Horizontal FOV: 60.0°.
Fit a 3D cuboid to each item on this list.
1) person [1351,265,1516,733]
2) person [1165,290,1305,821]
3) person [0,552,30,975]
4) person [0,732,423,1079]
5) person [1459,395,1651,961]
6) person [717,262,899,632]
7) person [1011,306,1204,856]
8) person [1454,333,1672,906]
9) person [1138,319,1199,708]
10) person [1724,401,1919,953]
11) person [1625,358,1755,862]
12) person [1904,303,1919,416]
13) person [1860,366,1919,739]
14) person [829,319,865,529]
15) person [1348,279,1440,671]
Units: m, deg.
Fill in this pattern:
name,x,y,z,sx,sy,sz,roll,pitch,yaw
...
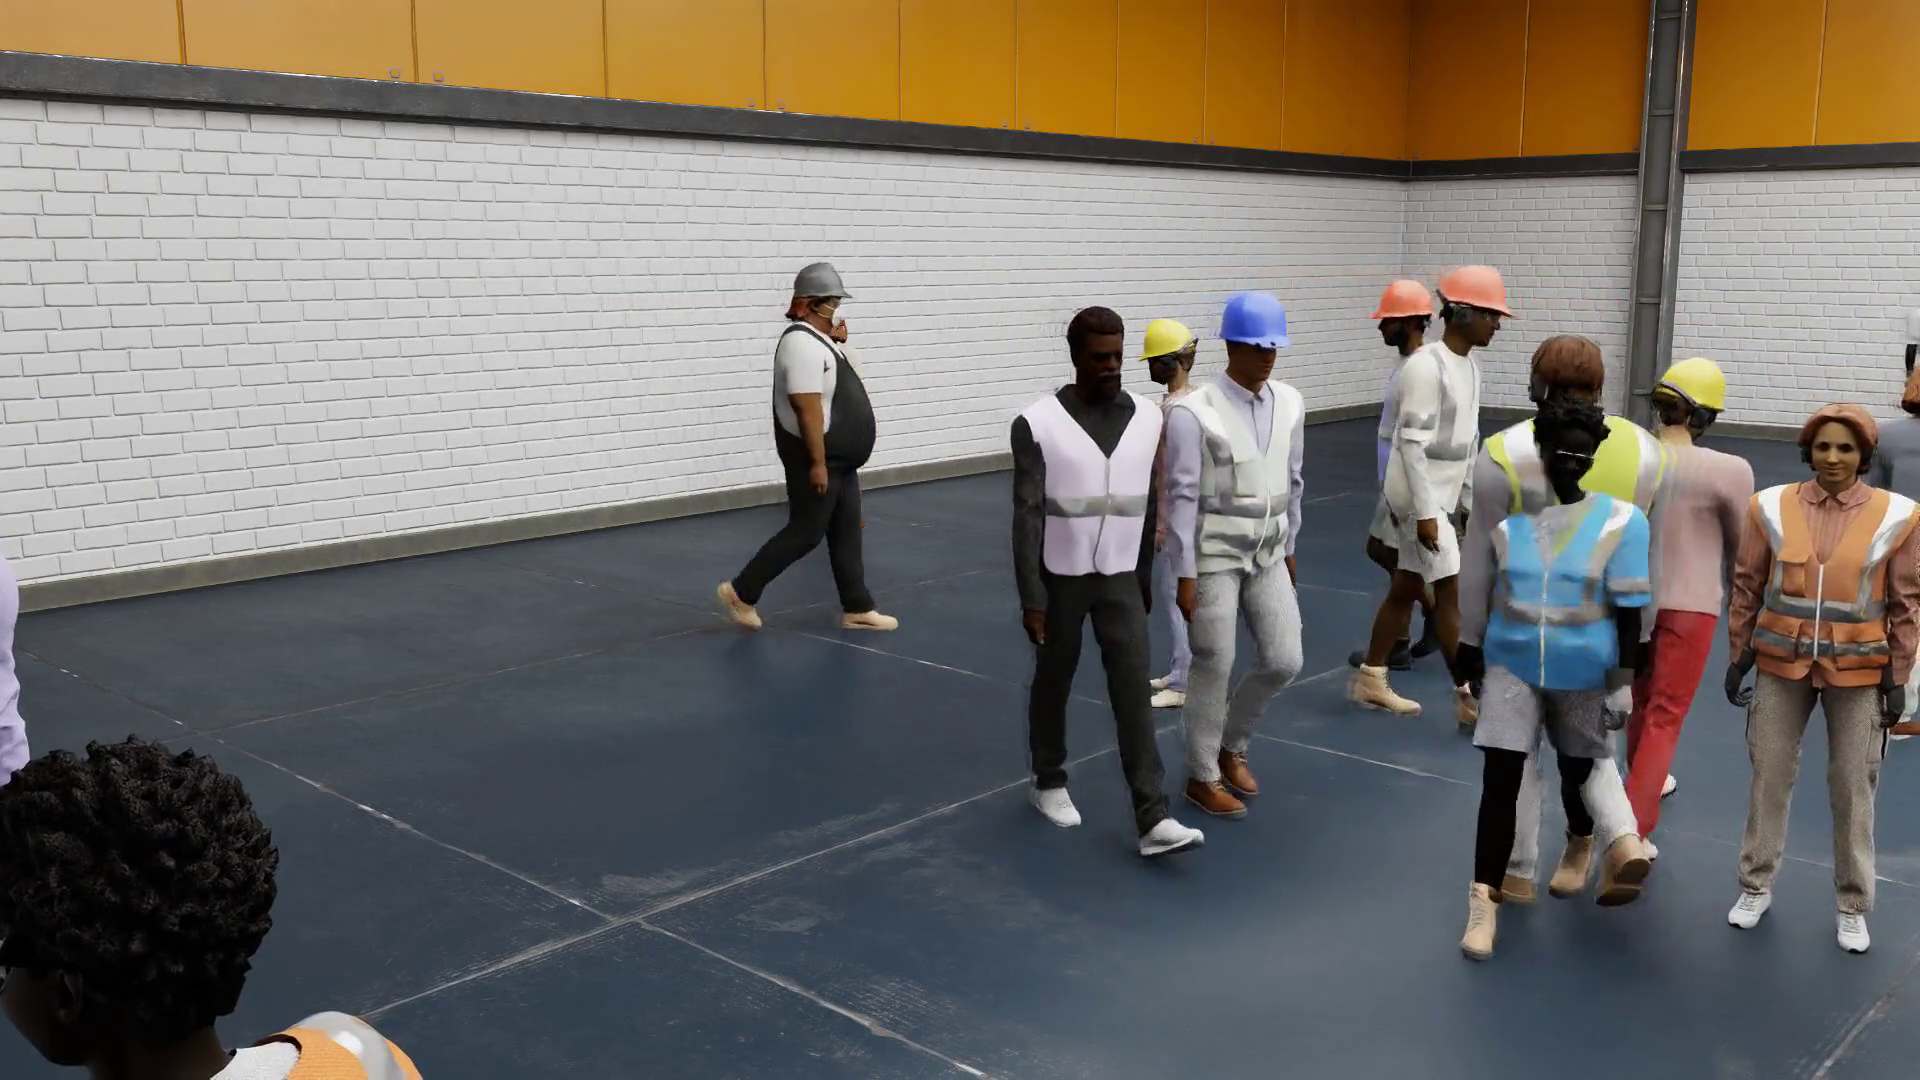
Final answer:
name,x,y,z,sx,sy,sz,roll,pitch,yaw
person,2.127,-0.165,7.151,0.932,1.993,0.628,7,12,35
person,1.004,0.068,6.009,0.649,1.926,0.452,-6,12,-31
person,-1.830,0.641,2.725,0.372,1.940,0.631,9,13,42
person,-0.636,0.994,1.432,0.319,1.689,0.530,3,11,18
person,1.809,0.374,5.068,0.530,1.658,0.855,6,11,29
person,-0.823,-0.495,8.901,0.894,2.000,0.686,1,10,4
person,0.476,0.151,5.687,0.622,1.867,0.972,-4,11,-23
person,1.859,0.280,5.124,0.633,1.823,0.557,-2,10,-10
person,0.955,-0.115,7.543,0.327,1.760,0.524,3,10,17
person,2.558,0.401,4.963,0.514,1.632,0.312,7,12,36
person,2.455,0.225,5.778,0.507,1.705,0.908,10,14,43
person,8.774,-1.498,14.927,0.611,1.935,0.487,2,10,11
person,4.128,0.037,7.075,0.560,1.616,0.512,-6,12,-32
person,-0.933,-0.871,12.194,0.499,1.634,0.279,2,10,14
person,2.181,-0.297,8.097,0.452,1.926,0.573,2,10,14
